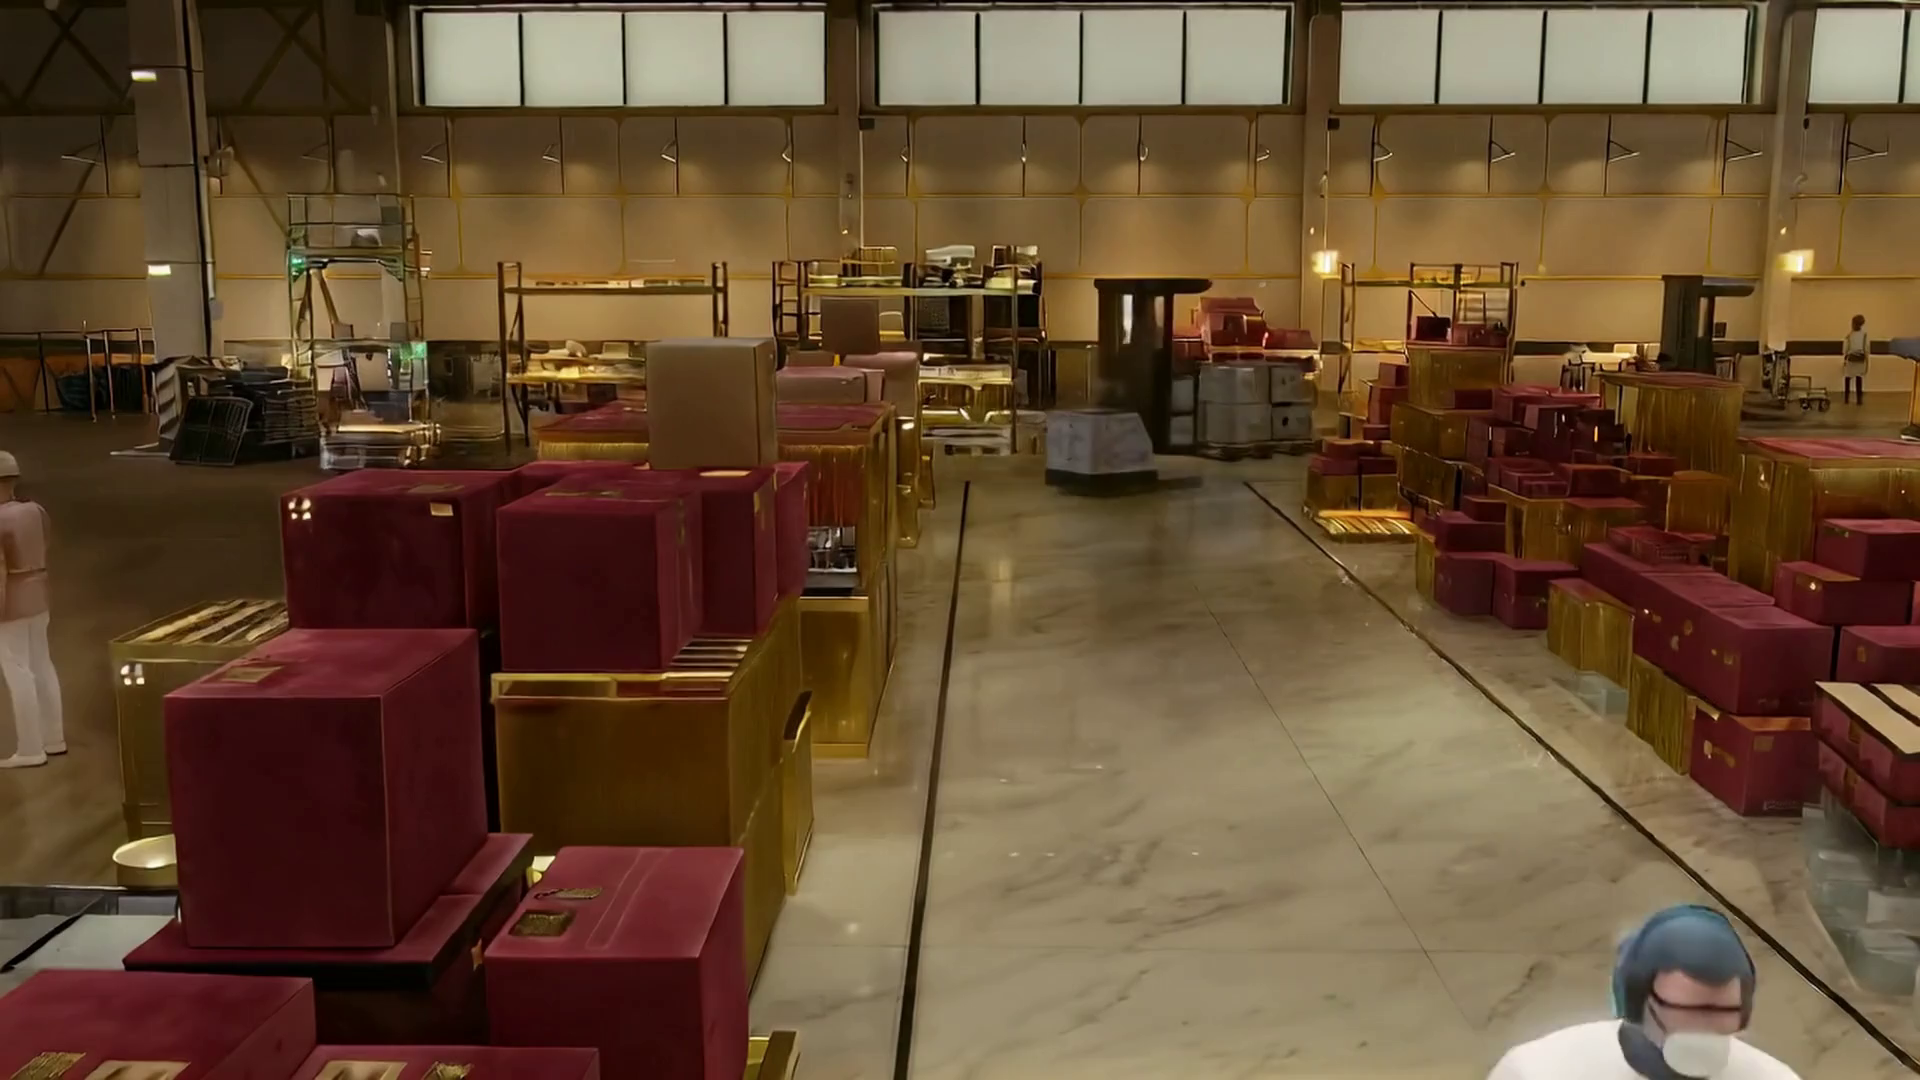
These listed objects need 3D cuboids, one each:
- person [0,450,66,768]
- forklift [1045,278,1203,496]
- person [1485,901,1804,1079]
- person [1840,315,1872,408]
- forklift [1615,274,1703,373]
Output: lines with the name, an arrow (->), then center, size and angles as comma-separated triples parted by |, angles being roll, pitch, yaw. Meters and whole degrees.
person -> -5.701, 0.413, 10.013 | 0.383, 1.924, 0.594 | 0, 9, 1
forklift -> 2.164, -2.067, 22.016 | 1.873, 2.768, 1.129 | -6, 11, -32
person -> 1.259, 1.564, 3.128 | 0.645, 1.926, 0.608 | 1, 10, 6
person -> 18.698, -3.720, 34.741 | 0.552, 1.935, 0.373 | 4, 10, 24
forklift -> 12.612, -3.276, 29.256 | 1.873, 2.768, 1.129 | 0, 9, 1
